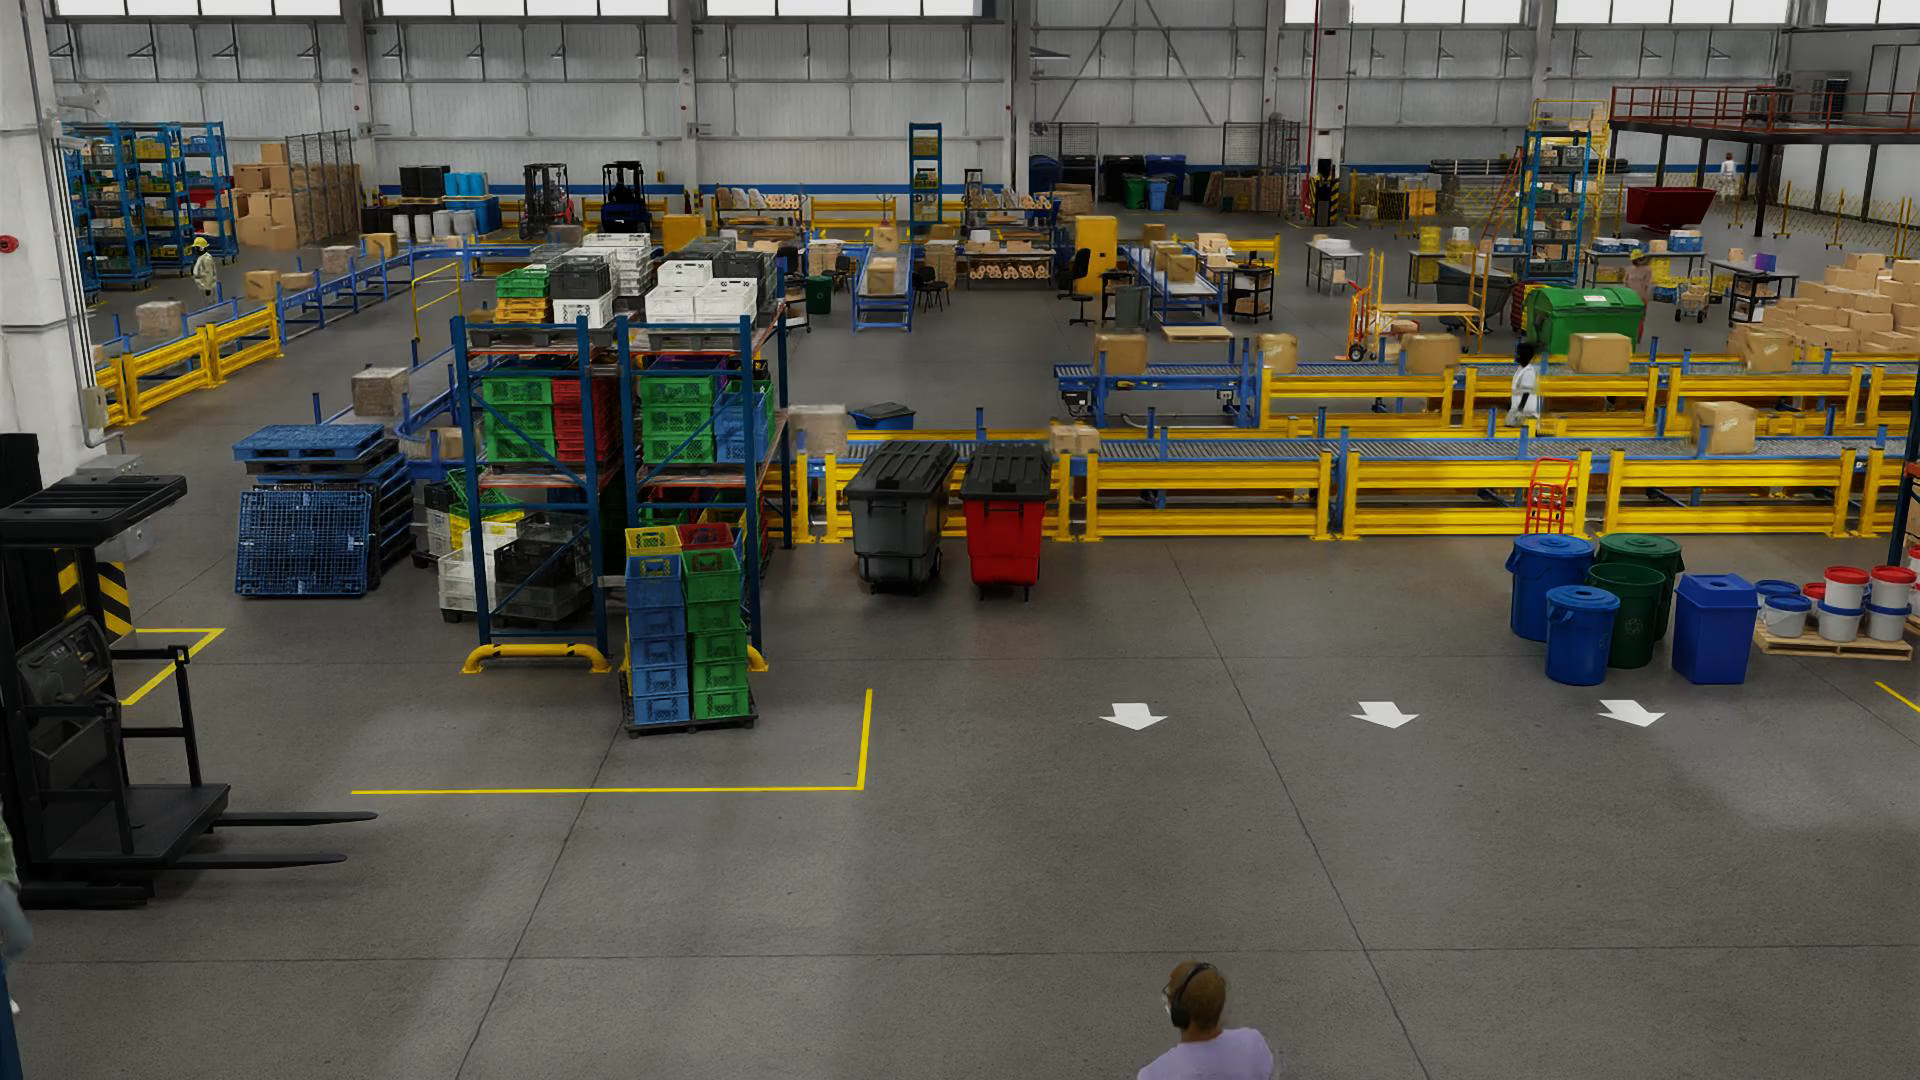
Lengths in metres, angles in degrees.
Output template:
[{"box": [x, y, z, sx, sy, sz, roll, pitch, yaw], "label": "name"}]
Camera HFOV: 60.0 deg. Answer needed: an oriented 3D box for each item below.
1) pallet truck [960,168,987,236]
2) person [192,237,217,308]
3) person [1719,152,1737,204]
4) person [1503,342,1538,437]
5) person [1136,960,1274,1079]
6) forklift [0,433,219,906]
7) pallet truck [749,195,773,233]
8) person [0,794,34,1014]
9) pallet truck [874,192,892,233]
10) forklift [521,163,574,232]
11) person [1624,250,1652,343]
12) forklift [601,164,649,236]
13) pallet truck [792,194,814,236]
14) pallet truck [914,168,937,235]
[{"box": [0.383, -10.230, 50.206, 0.823, 1.965, 1.885, -1, 16, -3], "label": "pallet truck"}, {"box": [-14.478, -4.889, 31.932, 0.403, 1.835, 0.588, -9, 18, -29], "label": "person"}, {"box": [28.109, -13.249, 60.915, 0.606, 1.874, 0.551, 0, 16, 0], "label": "person"}, {"box": [7.068, -1.681, 21.094, 0.858, 1.642, 0.549, 1, 16, 3], "label": "person"}, {"box": [0.865, 2.450, 6.251, 0.646, 1.922, 0.457, -9, 18, -29], "label": "person"}, {"box": [-5.952, 0.780, 10.366, 1.873, 2.768, 1.129, 0, 16, -1], "label": "forklift"}, {"box": [-6.051, -9.967, 50.660, 0.680, 1.201, 1.601, 0, 16, -1], "label": "pallet truck"}, {"box": [-5.169, 1.884, 8.773, 0.344, 1.618, 0.519, 6, 17, 20], "label": "person"}, {"box": [-2.277, -9.986, 50.594, 0.653, 1.274, 1.630, 0, 16, -1], "label": "pallet truck"}, {"box": [-12.233, -10.122, 49.298, 1.157, 1.987, 2.680, 0, 16, -1], "label": "forklift"}, {"box": [12.456, -4.471, 30.656, 0.550, 1.727, 0.758, 13, 20, 37], "label": "person"}, {"box": [-9.948, -10.127, 49.296, 1.157, 1.987, 2.680, -1, 16, -3], "label": "forklift"}, {"box": [-4.814, -9.883, 50.259, 0.704, 1.261, 1.522, -1, 16, -3], "label": "pallet truck"}, {"box": [-0.989, -10.316, 50.507, 0.823, 1.965, 1.885, 1, 16, 3], "label": "pallet truck"}]
